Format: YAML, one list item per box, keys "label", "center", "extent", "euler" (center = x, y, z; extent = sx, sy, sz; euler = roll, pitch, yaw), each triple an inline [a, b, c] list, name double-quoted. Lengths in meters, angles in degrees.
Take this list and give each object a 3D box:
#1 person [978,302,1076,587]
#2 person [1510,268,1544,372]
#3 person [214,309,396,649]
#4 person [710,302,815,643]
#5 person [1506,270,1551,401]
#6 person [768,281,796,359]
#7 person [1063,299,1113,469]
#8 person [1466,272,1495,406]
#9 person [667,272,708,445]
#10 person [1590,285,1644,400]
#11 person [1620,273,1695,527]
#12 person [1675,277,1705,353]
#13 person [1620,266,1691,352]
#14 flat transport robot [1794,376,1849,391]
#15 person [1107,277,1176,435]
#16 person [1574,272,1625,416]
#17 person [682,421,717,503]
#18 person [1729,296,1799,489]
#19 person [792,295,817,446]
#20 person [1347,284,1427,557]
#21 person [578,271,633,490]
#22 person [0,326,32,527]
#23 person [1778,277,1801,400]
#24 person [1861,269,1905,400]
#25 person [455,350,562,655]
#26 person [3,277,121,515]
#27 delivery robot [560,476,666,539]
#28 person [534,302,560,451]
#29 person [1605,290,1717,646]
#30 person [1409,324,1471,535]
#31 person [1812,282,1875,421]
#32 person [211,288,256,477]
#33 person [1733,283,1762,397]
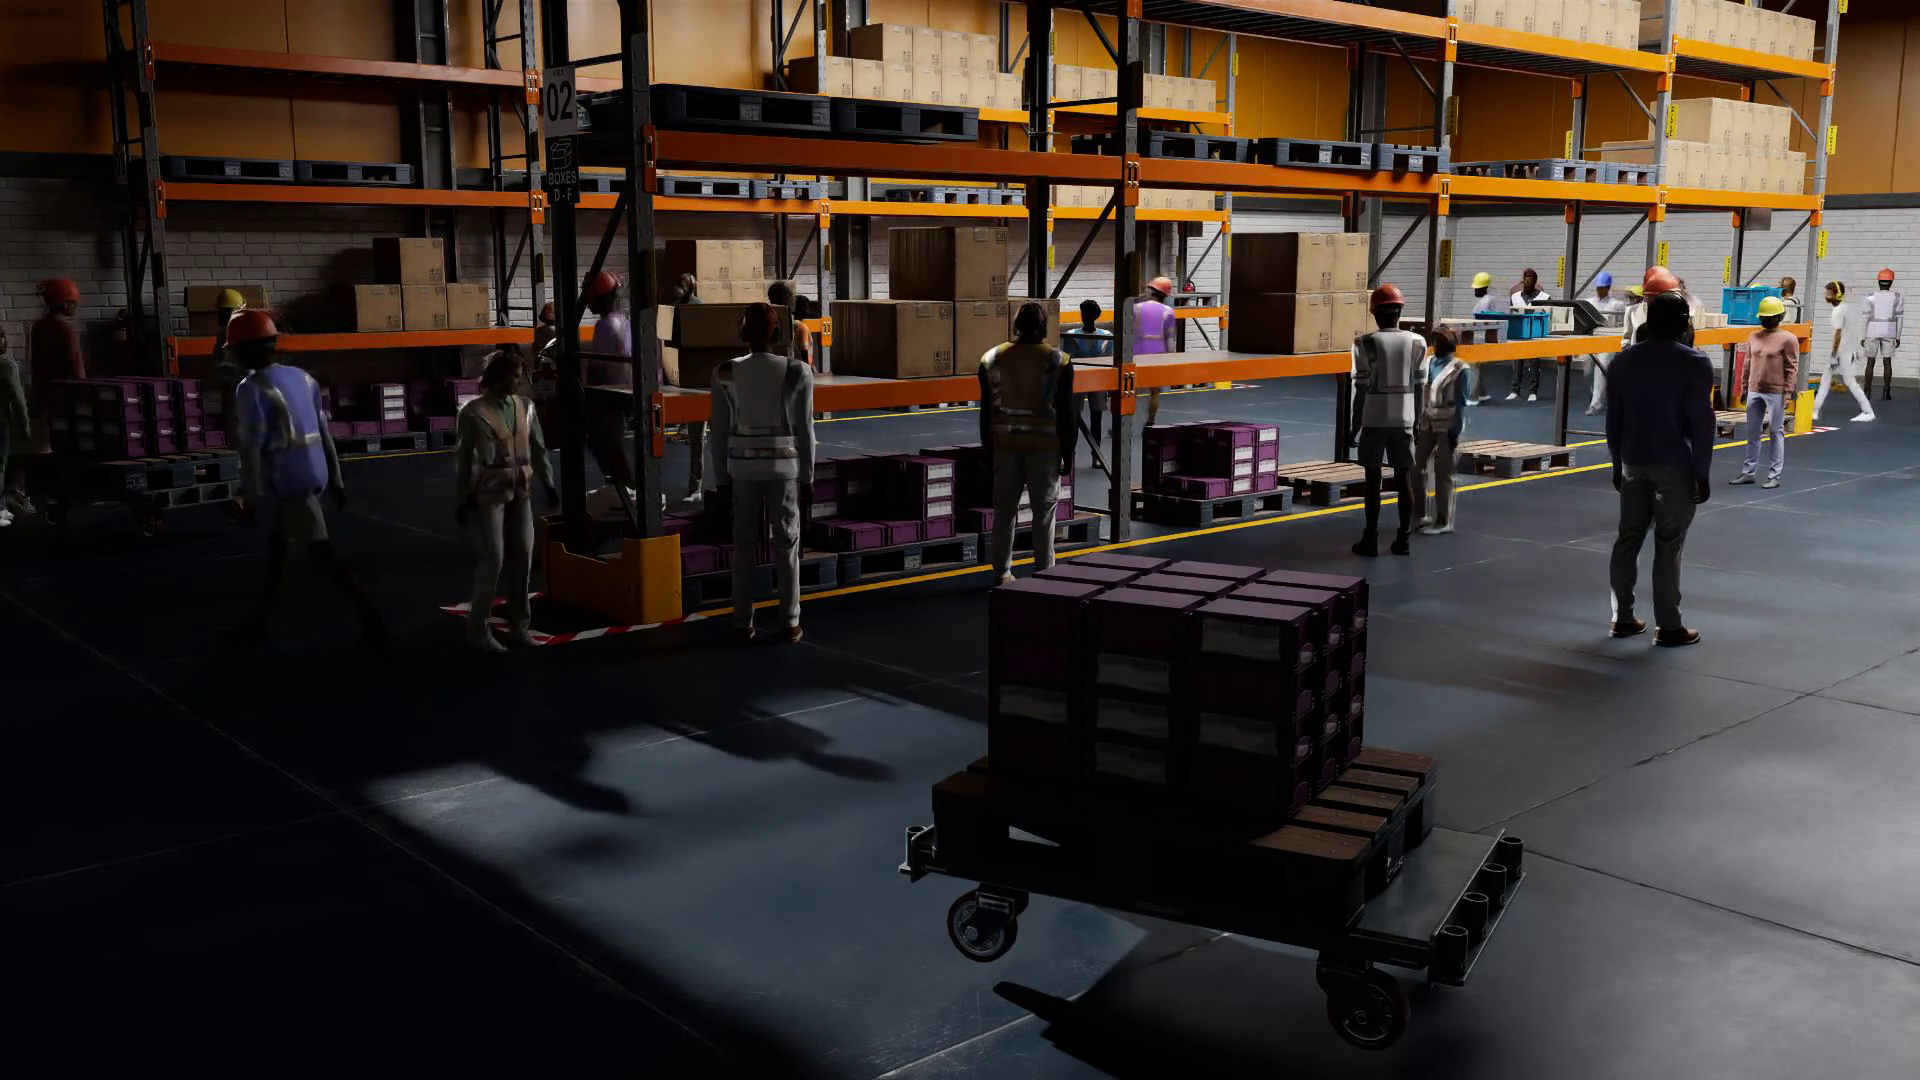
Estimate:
- label: "person"
  center: [0.431, -0.575, 10.521]
  extent: [0.628, 1.837, 0.429]
  euler: [3, 10, 16]
- label: "person"
  center: [10.459, -4.048, 30.653]
  extent: [0.639, 1.903, 0.407]
  euler: [8, 12, 38]
- label: "person"
  center: [-3.537, -0.309, 8.935]
  extent: [1.062, 1.858, 0.554]
  euler: [1, 10, 9]
- label: "person"
  center: [-1.077, -0.359, 9.140]
  extent: [0.568, 1.878, 0.352]
  euler: [0, 10, 1]
- label: "person"
  center: [8.350, -2.995, 24.439]
  extent: [0.597, 1.915, 0.369]
  euler: [7, 12, 36]
- label: "person"
  center: [-1.568, -1.238, 14.183]
  extent: [0.365, 1.916, 0.697]
  euler: [-2, 10, -14]
- label: "person"
  center: [1.277, -1.551, 16.616]
  extent: [0.535, 1.699, 0.322]
  euler: [-1, 10, -5]
- label: "person"
  center: [7.325, -2.838, 23.563]
  extent: [0.463, 1.898, 0.623]
  euler: [2, 10, 13]
- label: "person"
  center: [-3.073, -2.045, 18.811]
  extent: [0.631, 1.940, 0.372]
  euler: [9, 13, 42]
- label: "person"
  center: [9.395, -2.762, 23.651]
  extent: [0.868, 1.716, 0.575]
  euler: [-3, 10, -18]
- label: "person"
  center: [5.492, -1.099, 13.106]
  extent: [0.622, 1.992, 0.396]
  euler: [-6, 11, -30]
- label: "person"
  center: [9.379, -2.515, 21.828]
  extent: [0.665, 1.846, 1.023]
  euler: [8, 13, 39]
- label: "person"
  center: [6.447, -1.529, 15.515]
  extent: [0.605, 2.034, 0.388]
  euler: [7, 12, 37]
- label: "flat transport robot"
  center: [13.067, -2.427, 25.923]
  extent: [1.431, 0.197, 0.652]
  euler: [-4, 10, -21]
- label: "person"
  center: [2.128, -2.134, 19.517]
  extent: [0.776, 1.884, 0.398]
  euler: [1, 10, 8]
- label: "person"
  center: [8.623, -2.647, 22.405]
  extent: [0.616, 1.922, 0.880]
  euler: [8, 13, 39]
- label: "person"
  center: [-2.184, -1.125, 14.314]
  extent: [0.498, 1.634, 0.280]
  euler: [2, 10, 11]
- label: "person"
  center: [7.400, -1.351, 15.278]
  extent: [0.334, 1.760, 0.523]
  euler: [-5, 11, -27]
- label: "person"
  center: [-1.800, -1.888, 18.595]
  extent: [0.317, 1.695, 0.540]
  euler: [-5, 11, -26]
- label: "person"
  center: [3.012, -0.842, 11.805]
  extent: [0.544, 1.927, 0.385]
  euler: [-1, 10, -5]
- label: "person"
  center: [-2.813, -1.108, 13.132]
  extent: [0.591, 2.012, 0.600]
  euler: [0, 10, -1]
- label: "person"
  center: [-7.583, -0.915, 13.127]
  extent: [0.534, 1.610, 0.598]
  euler: [1, 10, 7]
- label: "person"
  center: [11.258, -2.660, 22.695]
  extent: [0.350, 1.842, 0.506]
  euler: [9, 13, 42]
- label: "person"
  center: [13.640, -3.038, 24.630]
  extent: [0.545, 1.939, 0.354]
  euler: [5, 11, 25]
- label: "person"
  center: [-2.435, -0.206, 8.978]
  extent: [0.445, 1.618, 0.557]
  euler: [6, 12, 33]
- label: "person"
  center: [-7.528, -1.195, 13.799]
  extent: [0.632, 1.959, 0.983]
  euler: [8, 12, 38]
- label: "delivery robot"
  center: [-2.473, -0.217, 11.880]
  extent: [0.707, 0.478, 0.477]
  euler: [1, 10, 9]
- label: "person"
  center: [-4.477, -1.790, 18.241]
  extent: [0.497, 1.626, 0.284]
  euler: [8, 13, 39]
- label: "person"
  center: [3.830, -0.390, 9.120]
  extent: [0.372, 1.940, 0.632]
  euler: [-7, 12, -35]
- label: "person"
  center: [3.583, -0.821, 12.587]
  extent: [0.485, 1.612, 0.560]
  euler: [-6, 11, -31]
- label: "person"
  center: [11.390, -2.422, 21.469]
  extent: [0.954, 1.808, 0.552]
  euler: [4, 11, 24]
- label: "person"
  center: [-6.927, -1.511, 16.026]
  extent: [0.589, 1.820, 0.606]
  euler: [-8, 13, -39]
- label: "person"
  center: [10.317, -2.449, 21.671]
  extent: [0.533, 1.772, 0.298]
  euler: [4, 10, 22]
